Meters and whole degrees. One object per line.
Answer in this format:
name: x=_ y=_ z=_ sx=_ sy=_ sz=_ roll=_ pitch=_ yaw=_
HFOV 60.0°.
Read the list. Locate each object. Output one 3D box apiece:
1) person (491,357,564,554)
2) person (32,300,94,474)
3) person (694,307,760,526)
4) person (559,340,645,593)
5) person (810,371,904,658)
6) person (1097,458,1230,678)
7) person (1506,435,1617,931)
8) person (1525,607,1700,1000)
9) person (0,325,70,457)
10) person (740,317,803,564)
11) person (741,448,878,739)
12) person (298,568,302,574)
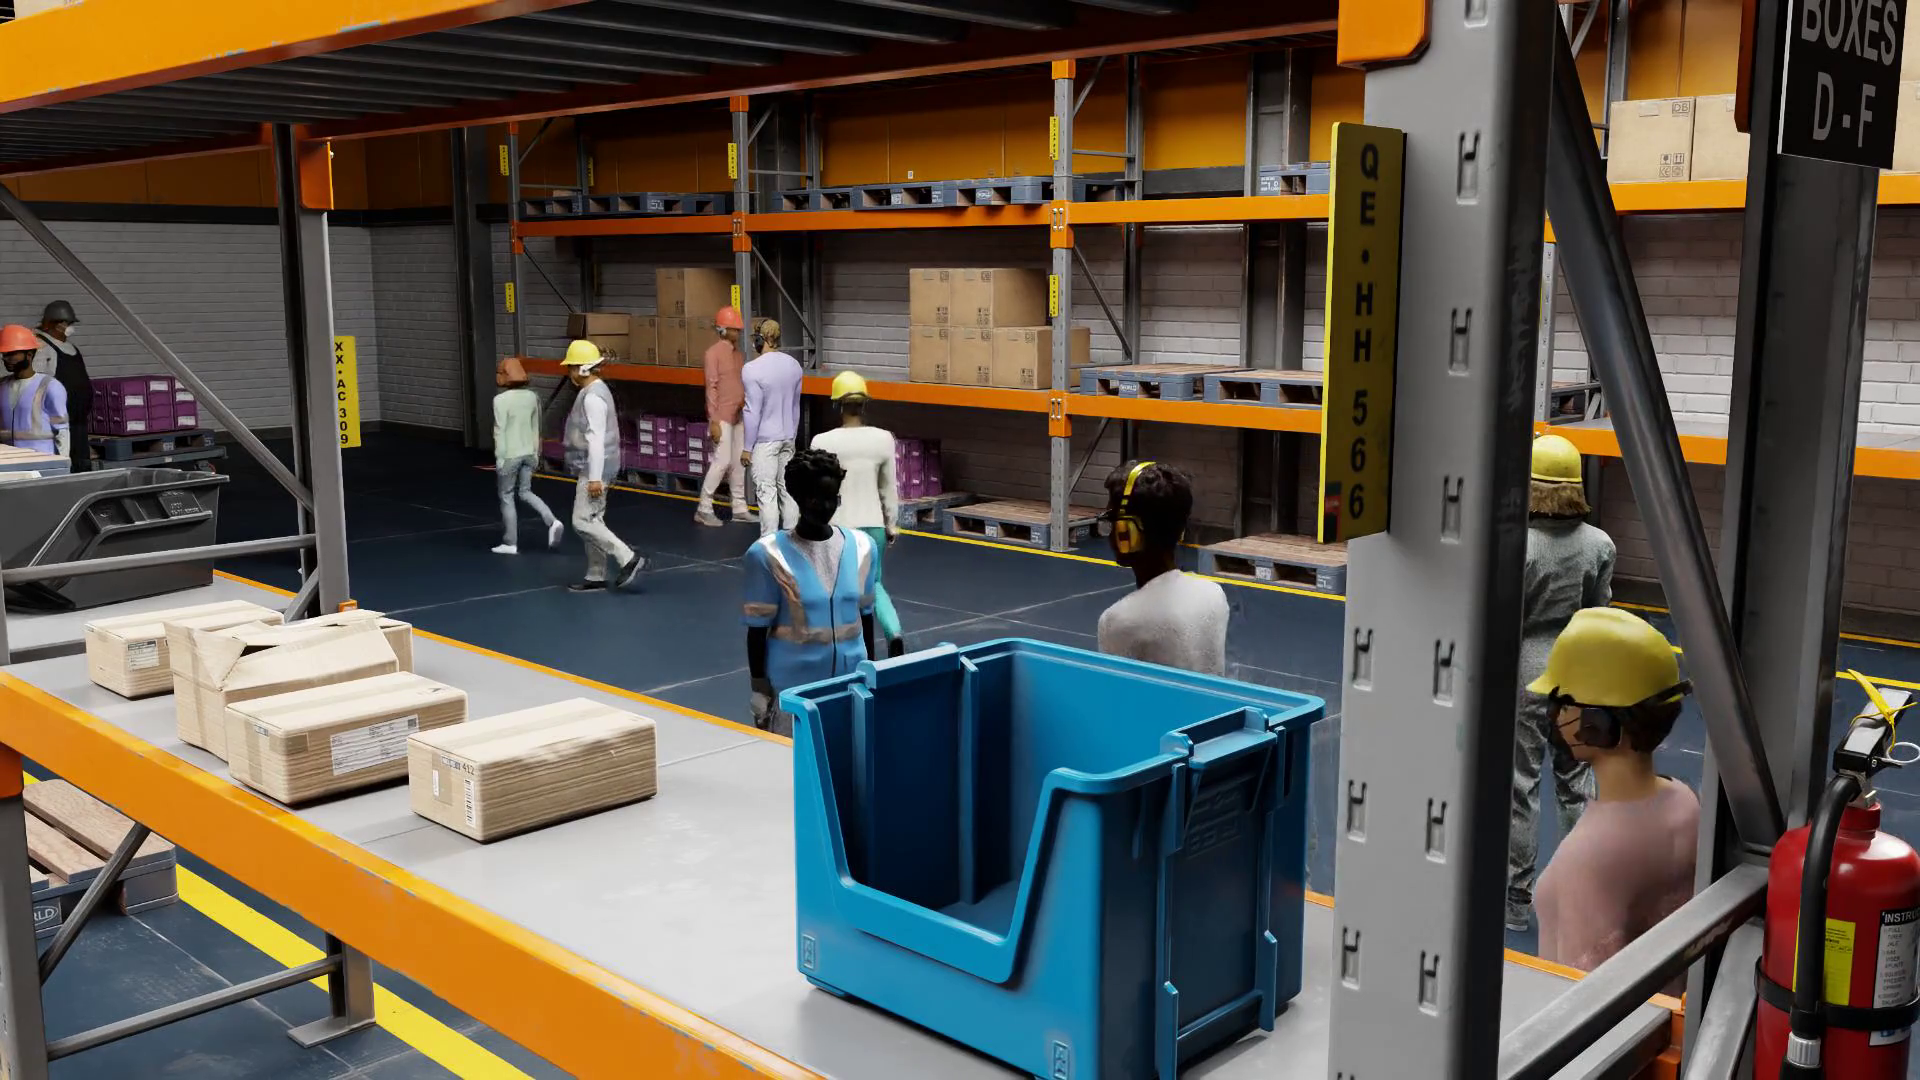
person: x=-3.541 y=-0.671 z=13.432 sx=0.582 sy=1.613 sz=0.503 roll=5 pitch=10 yaw=26
person: x=-8.422 y=-1.244 z=15.637 sx=0.535 sy=2.000 sz=0.733 roll=1 pitch=9 yaw=3
person: x=-2.102 y=-1.107 z=15.051 sx=0.487 sy=1.980 sz=0.642 roll=4 pitch=10 yaw=23
person: x=-2.572 y=-0.505 z=11.786 sx=0.478 sy=1.818 sz=0.613 roll=-2 pitch=9 yaw=-12
person: x=-0.575 y=-0.068 z=9.333 sx=0.529 sy=1.753 sz=0.582 roll=-5 pitch=11 yaw=-29
person: x=0.548 y=0.723 z=4.191 sx=0.605 sy=1.850 sz=0.528 roll=8 pitch=12 yaw=40
person: x=2.036 y=0.502 z=5.847 sx=0.484 sy=1.744 sz=0.294 roll=-3 pitch=10 yaw=-16
person: x=1.141 y=0.970 z=3.064 sx=0.537 sy=1.718 sz=0.883 roll=-9 pitch=13 yaw=-44
person: x=-6.369 y=-0.498 z=11.380 sx=0.552 sy=1.937 sz=0.356 roll=2 pitch=9 yaw=11
person: x=-1.482 y=-0.757 z=12.965 sx=0.372 sy=1.940 sz=0.631 roll=6 pitch=11 yaw=33
person: x=-0.516 y=0.515 z=5.904 sx=0.540 sy=1.696 sz=0.317 roll=-6 pitch=11 yaw=-31
person: x=-4.902 y=-0.703 z=12.700 sx=0.393 sy=1.918 sz=0.587 roll=-2 pitch=9 yaw=-12
